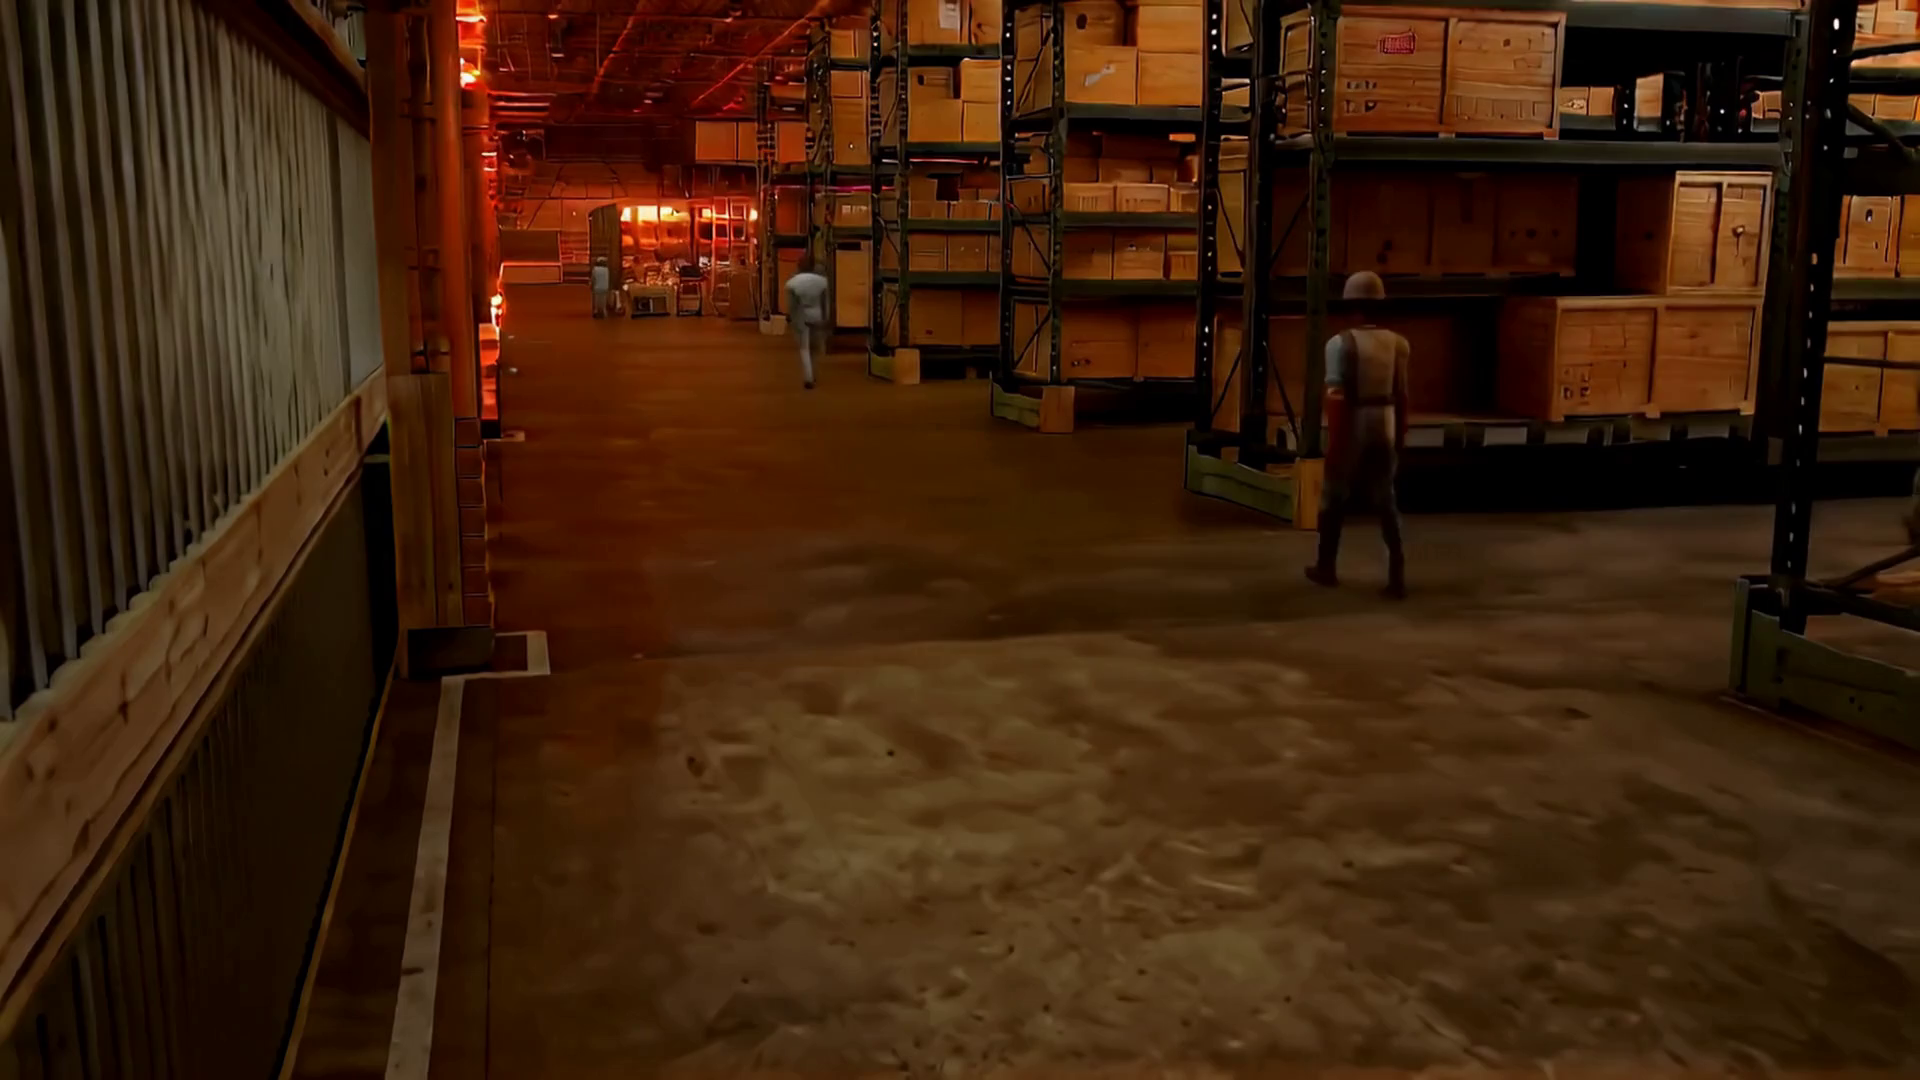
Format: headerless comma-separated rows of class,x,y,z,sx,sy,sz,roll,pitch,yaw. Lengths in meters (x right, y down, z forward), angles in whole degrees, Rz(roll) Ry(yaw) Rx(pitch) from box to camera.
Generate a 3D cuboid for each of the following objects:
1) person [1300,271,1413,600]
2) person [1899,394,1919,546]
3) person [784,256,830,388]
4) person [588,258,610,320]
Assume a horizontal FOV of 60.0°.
person,2.355,-0.609,9.656,0.564,1.889,1.007,-3,10,-16
person,6.436,-0.753,10.872,0.368,1.728,0.506,0,10,0
person,-2.234,-3.157,24.073,0.643,1.879,1.025,-3,11,-17
person,-9.963,-6.920,45.907,0.576,1.691,0.679,-2,10,-12
